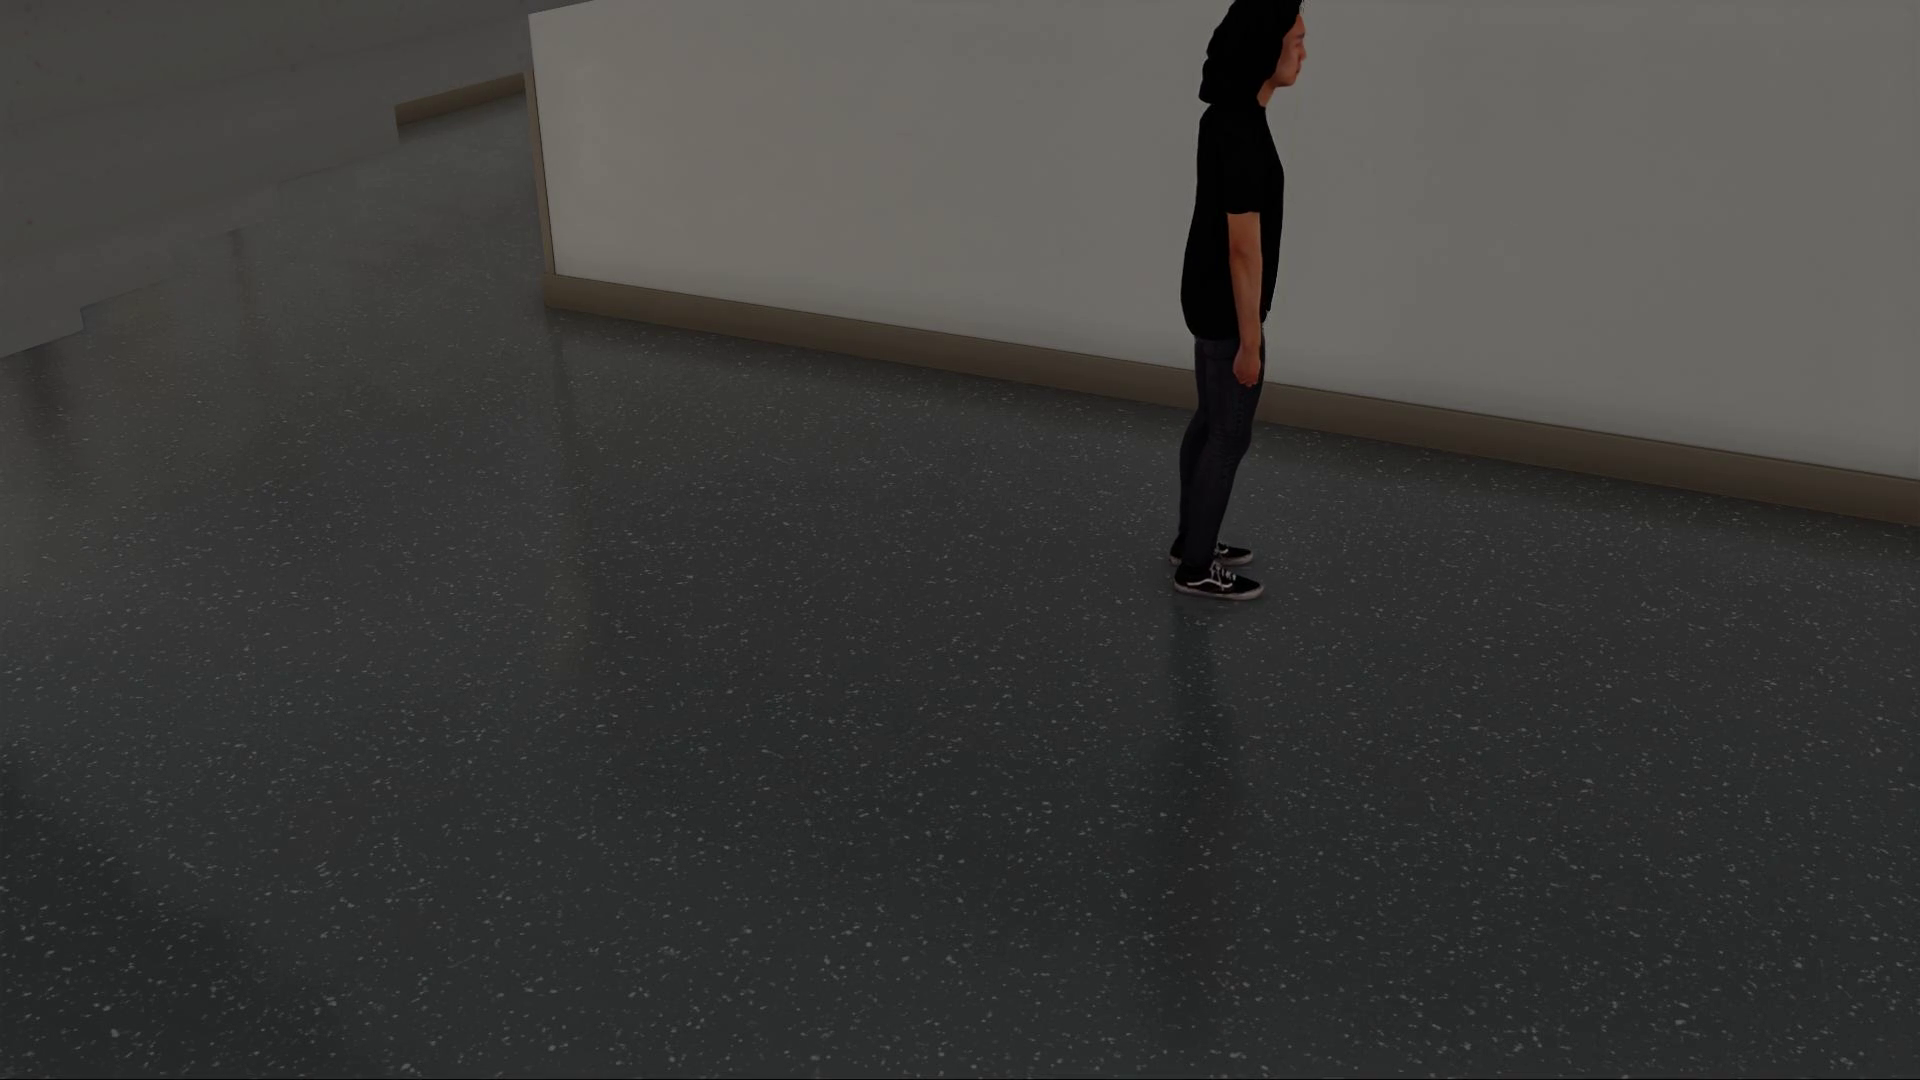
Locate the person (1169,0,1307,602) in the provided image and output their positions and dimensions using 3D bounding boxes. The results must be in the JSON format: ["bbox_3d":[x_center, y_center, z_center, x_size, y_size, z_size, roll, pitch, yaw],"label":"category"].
[{"bbox_3d":[0.784,-0.703,4.923,0.690,1.827,0.707,-1,26,-1],"label":"person"}]
